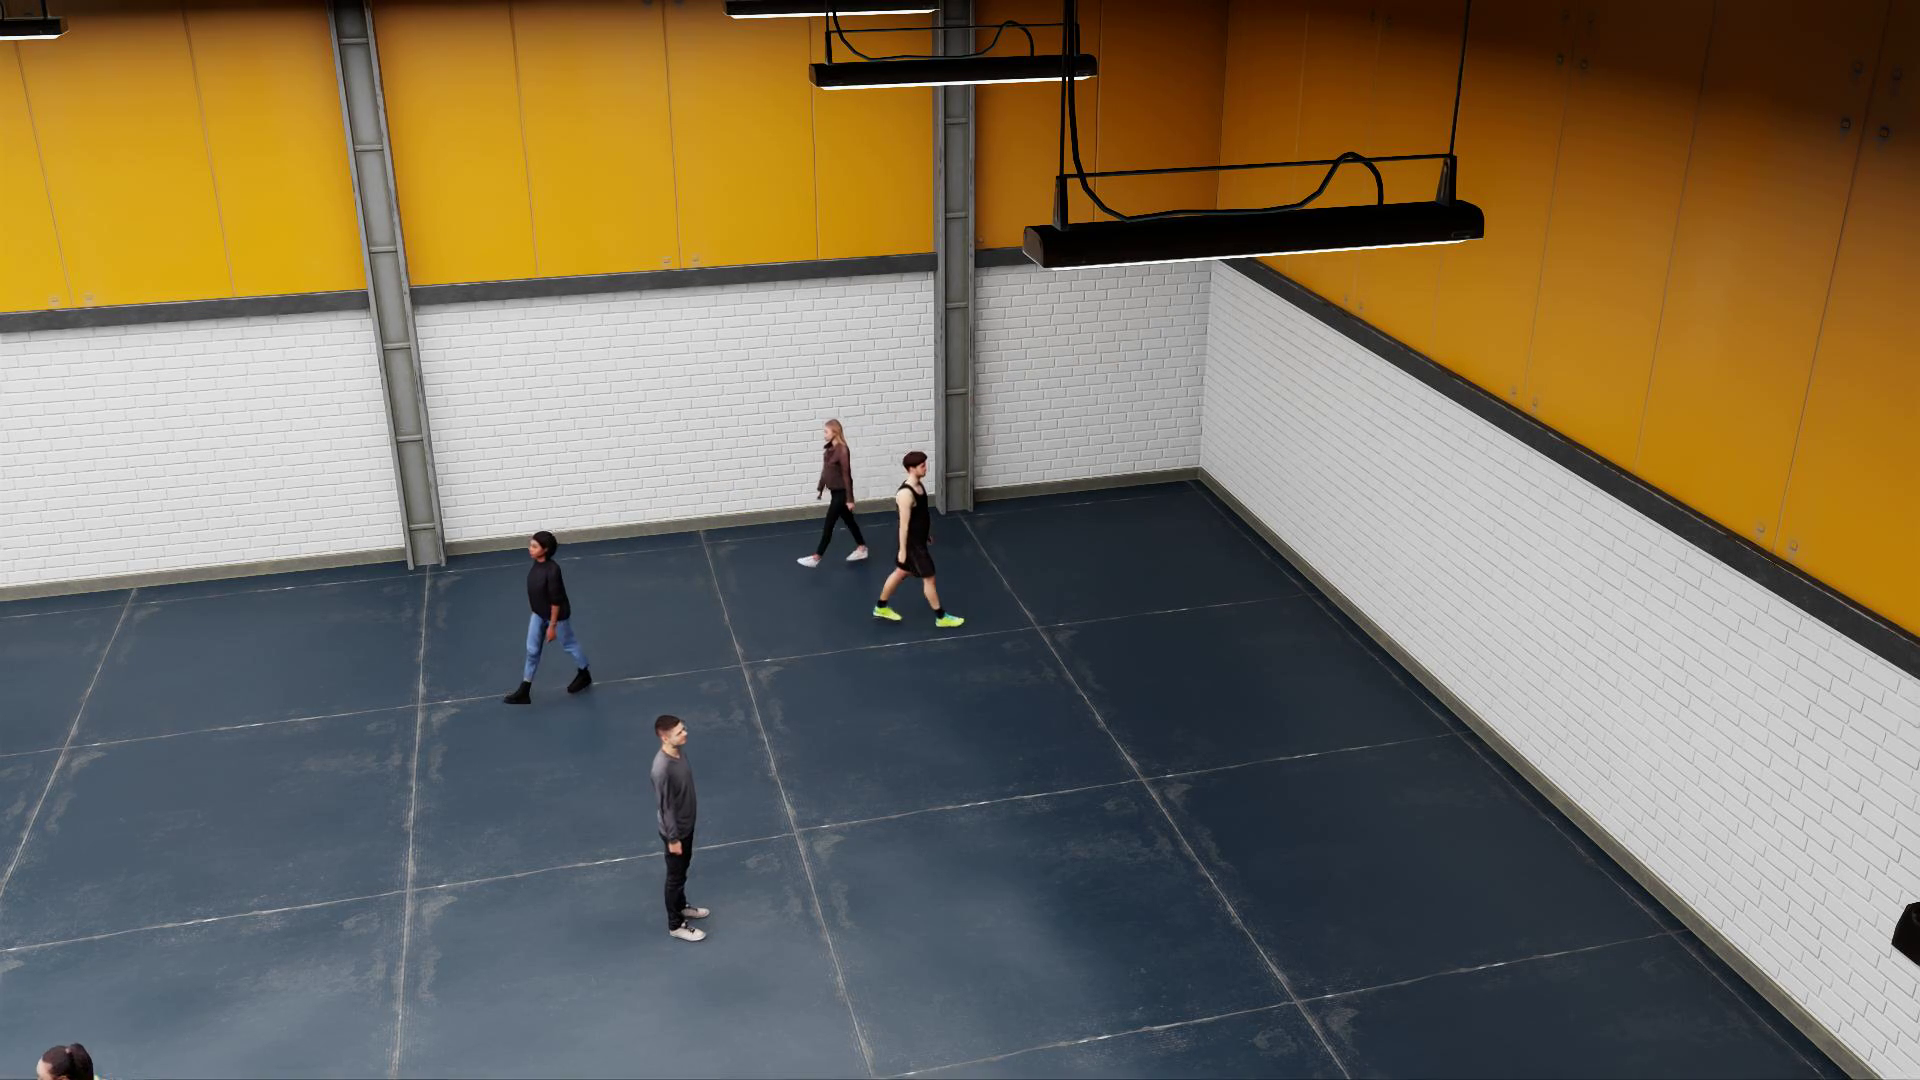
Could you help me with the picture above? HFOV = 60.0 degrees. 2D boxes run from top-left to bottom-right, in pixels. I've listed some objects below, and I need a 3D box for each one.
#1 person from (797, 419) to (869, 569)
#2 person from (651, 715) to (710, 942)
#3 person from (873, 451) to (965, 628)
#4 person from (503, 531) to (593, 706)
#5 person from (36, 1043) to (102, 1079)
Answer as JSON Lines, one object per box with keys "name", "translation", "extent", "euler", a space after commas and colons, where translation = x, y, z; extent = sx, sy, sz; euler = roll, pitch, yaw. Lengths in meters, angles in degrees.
{"name": "person", "translation": [-1.222, -0.490, 17.918], "extent": [1.122, 1.657, 0.771], "euler": [-11, 26, -23]}
{"name": "person", "translation": [-2.046, 2.047, 11.984], "extent": [0.628, 1.761, 0.673], "euler": [0, 24, 0]}
{"name": "person", "translation": [-0.548, 0.017, 16.518], "extent": [1.275, 1.847, 0.996], "euler": [3, 24, 8]}
{"name": "person", "translation": [-3.648, 0.700, 15.199], "extent": [0.982, 1.653, 1.189], "euler": [20, 31, 39]}
{"name": "person", "translation": [-4.569, 3.416, 8.985], "extent": [1.035, 1.653, 0.833], "euler": [3, 24, 7]}
